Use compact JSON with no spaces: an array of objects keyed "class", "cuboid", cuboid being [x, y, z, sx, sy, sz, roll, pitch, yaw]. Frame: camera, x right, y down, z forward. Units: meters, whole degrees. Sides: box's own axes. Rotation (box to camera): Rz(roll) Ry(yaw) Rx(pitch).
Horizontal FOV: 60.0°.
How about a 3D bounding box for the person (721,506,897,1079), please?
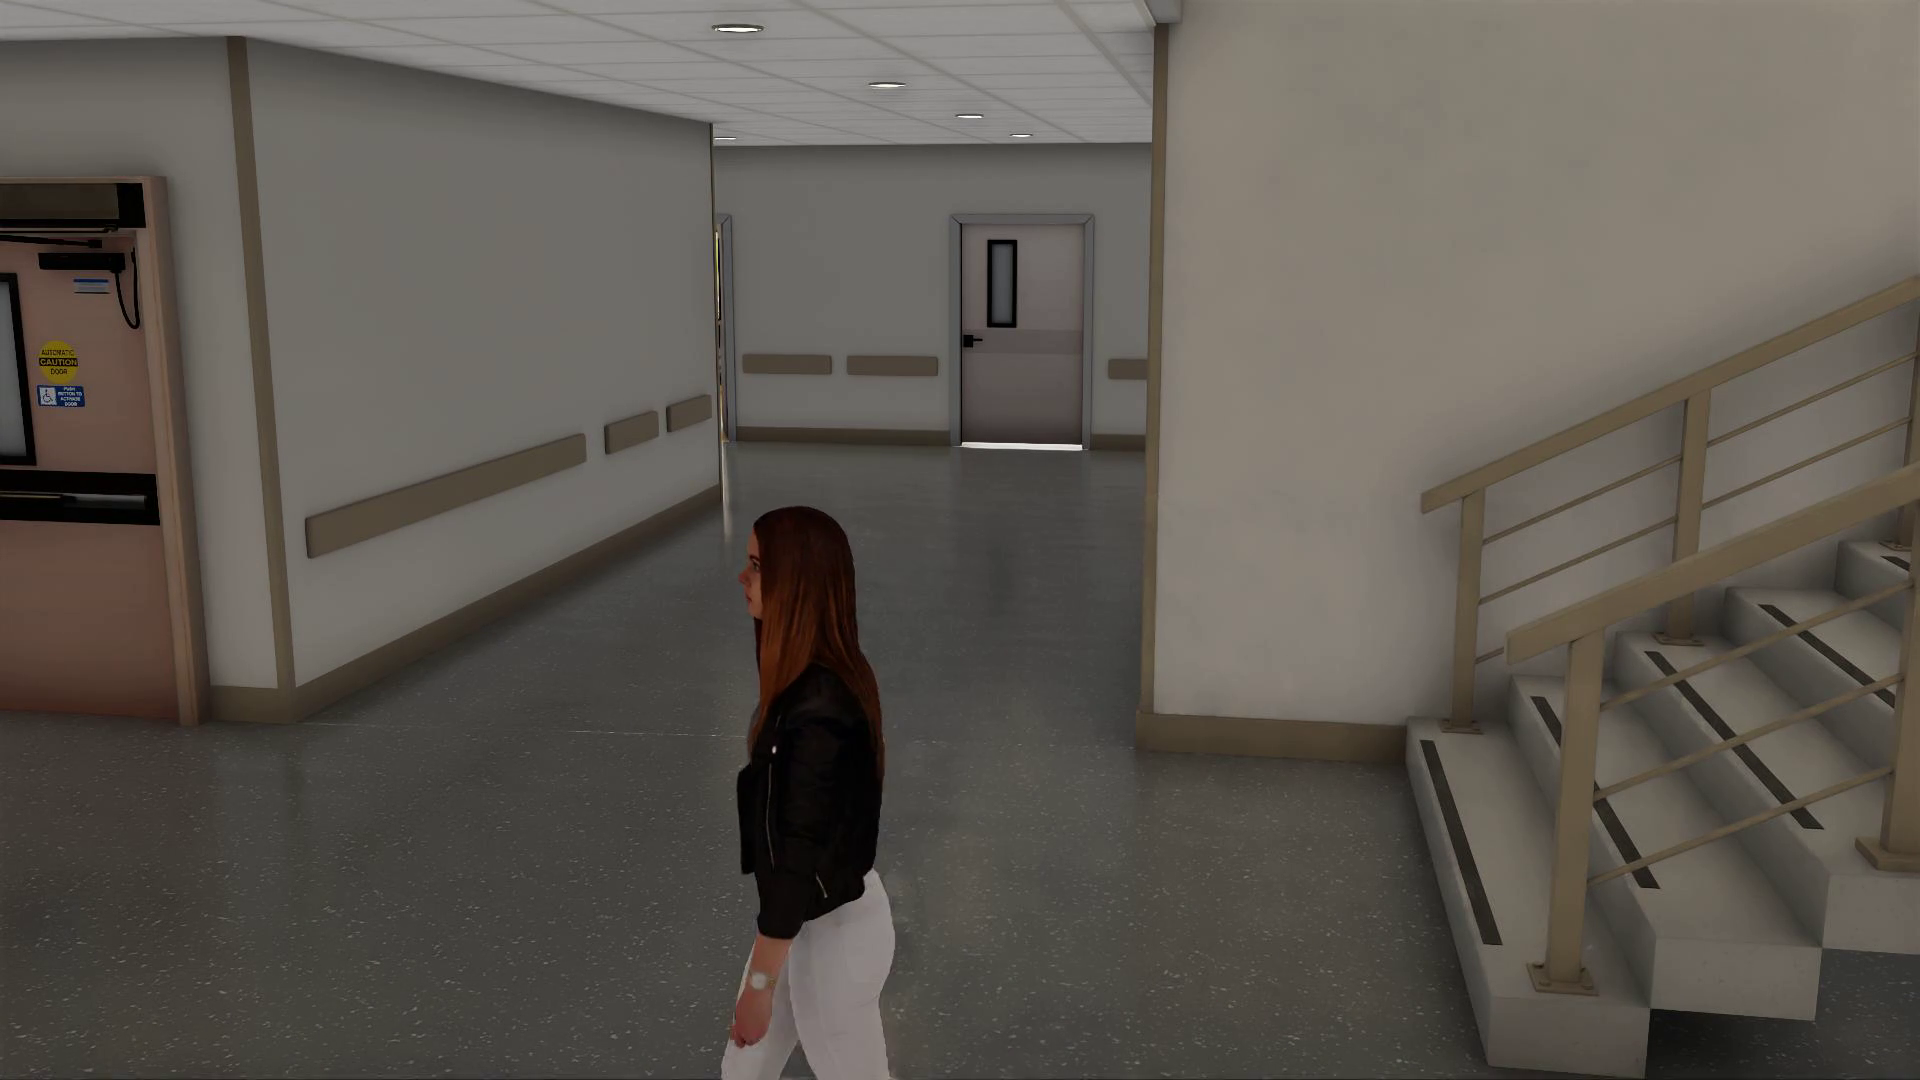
[{"class":"person","cuboid":[-0.179,0.777,3.249,0.987,1.680,0.775,-1,11,-5]}]
